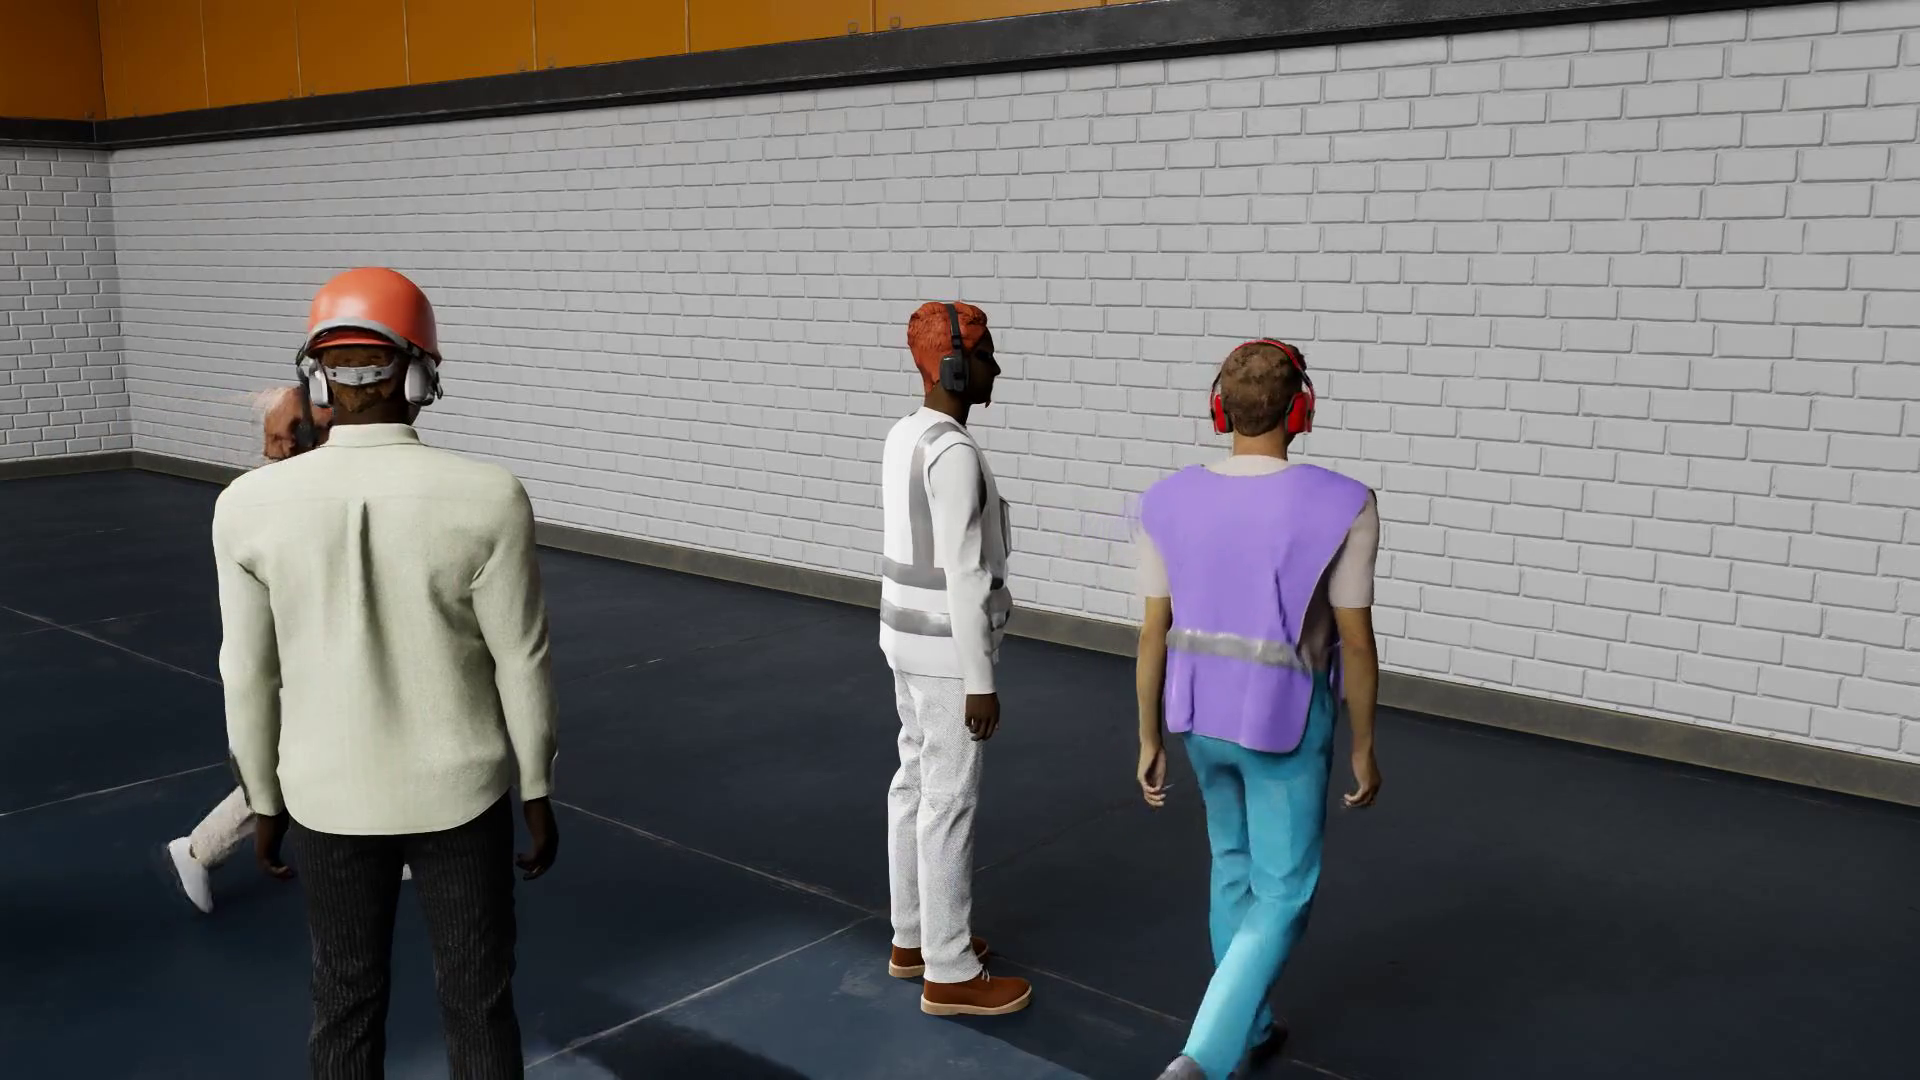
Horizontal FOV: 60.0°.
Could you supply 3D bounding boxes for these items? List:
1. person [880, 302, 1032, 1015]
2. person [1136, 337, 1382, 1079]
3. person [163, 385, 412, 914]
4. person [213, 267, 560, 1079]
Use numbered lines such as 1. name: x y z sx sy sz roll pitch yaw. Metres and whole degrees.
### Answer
1. person: -0.031 0.315 4.439 0.355 1.883 0.574 -3 11 -19
2. person: 0.635 0.457 3.800 0.559 1.823 0.798 7 12 35
3. person: -2.060 0.339 5.060 0.688 1.622 0.526 -5 11 -25
4. person: -1.071 0.480 3.204 0.611 1.986 0.393 -1 10 -4
